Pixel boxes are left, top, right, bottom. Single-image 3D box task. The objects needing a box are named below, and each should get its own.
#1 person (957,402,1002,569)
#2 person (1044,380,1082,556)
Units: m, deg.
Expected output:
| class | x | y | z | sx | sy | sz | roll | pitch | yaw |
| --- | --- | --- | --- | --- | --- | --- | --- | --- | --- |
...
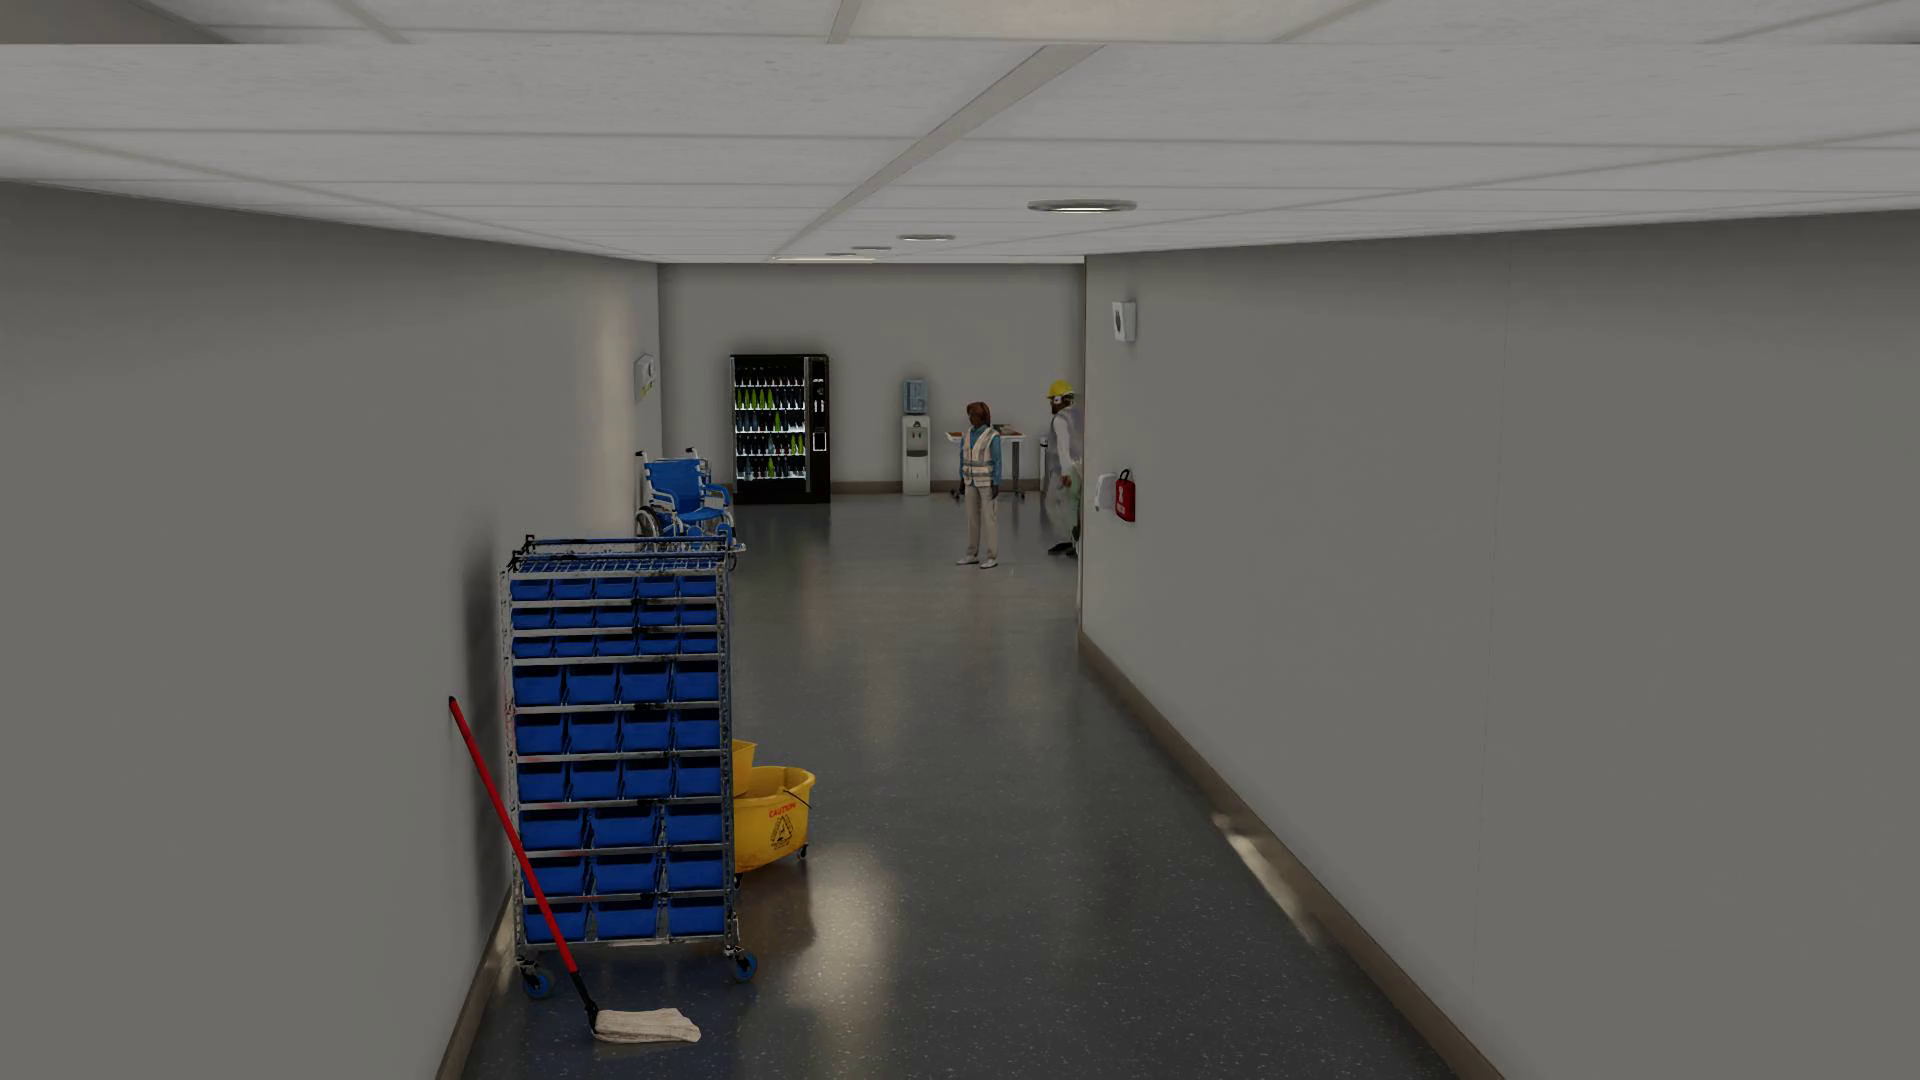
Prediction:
| class | x | y | z | sx | sy | sz | roll | pitch | yaw |
| --- | --- | --- | --- | --- | --- | --- | --- | --- | --- |
| person | 0.196 | -0.541 | 16.349 | 0.521 | 1.638 | 0.311 | 9 | 13 | 43 |
| person | 1.112 | -0.720 | 16.958 | 0.579 | 1.796 | 0.615 | 5 | 10 | 28 |
